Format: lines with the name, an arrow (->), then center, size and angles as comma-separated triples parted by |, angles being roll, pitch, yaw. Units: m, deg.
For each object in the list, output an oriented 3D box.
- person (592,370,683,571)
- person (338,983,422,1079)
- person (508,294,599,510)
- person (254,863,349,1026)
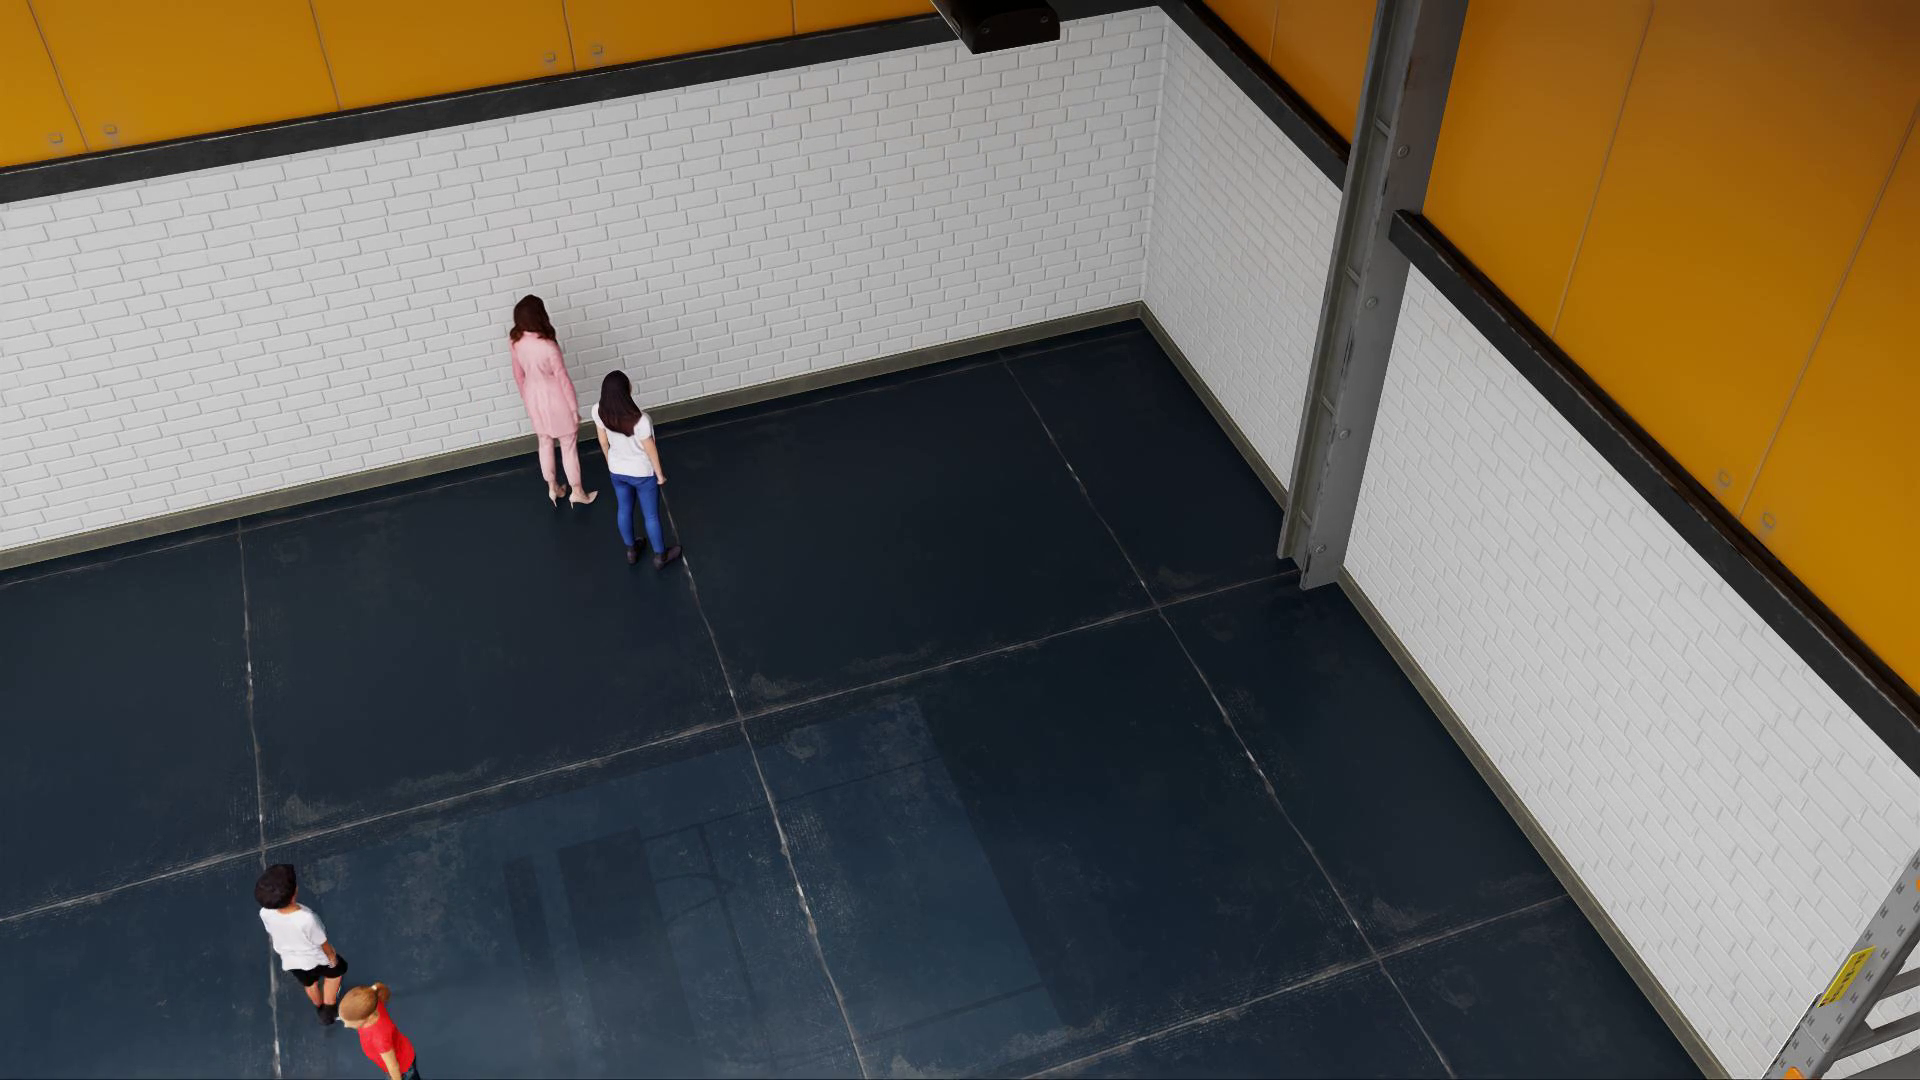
person -> -2.238, -0.462, 11.385 | 0.676, 1.685, 0.723 | 15, 46, 15
person -> -2.852, 2.619, 8.430 | 0.650, 1.300, 0.486 | -22, 48, -21
person -> -2.926, -0.951, 11.814 | 0.682, 1.802, 0.733 | 16, 46, 16
person -> -3.525, 2.229, 8.875 | 0.591, 1.250, 0.638 | 5, 44, 6
